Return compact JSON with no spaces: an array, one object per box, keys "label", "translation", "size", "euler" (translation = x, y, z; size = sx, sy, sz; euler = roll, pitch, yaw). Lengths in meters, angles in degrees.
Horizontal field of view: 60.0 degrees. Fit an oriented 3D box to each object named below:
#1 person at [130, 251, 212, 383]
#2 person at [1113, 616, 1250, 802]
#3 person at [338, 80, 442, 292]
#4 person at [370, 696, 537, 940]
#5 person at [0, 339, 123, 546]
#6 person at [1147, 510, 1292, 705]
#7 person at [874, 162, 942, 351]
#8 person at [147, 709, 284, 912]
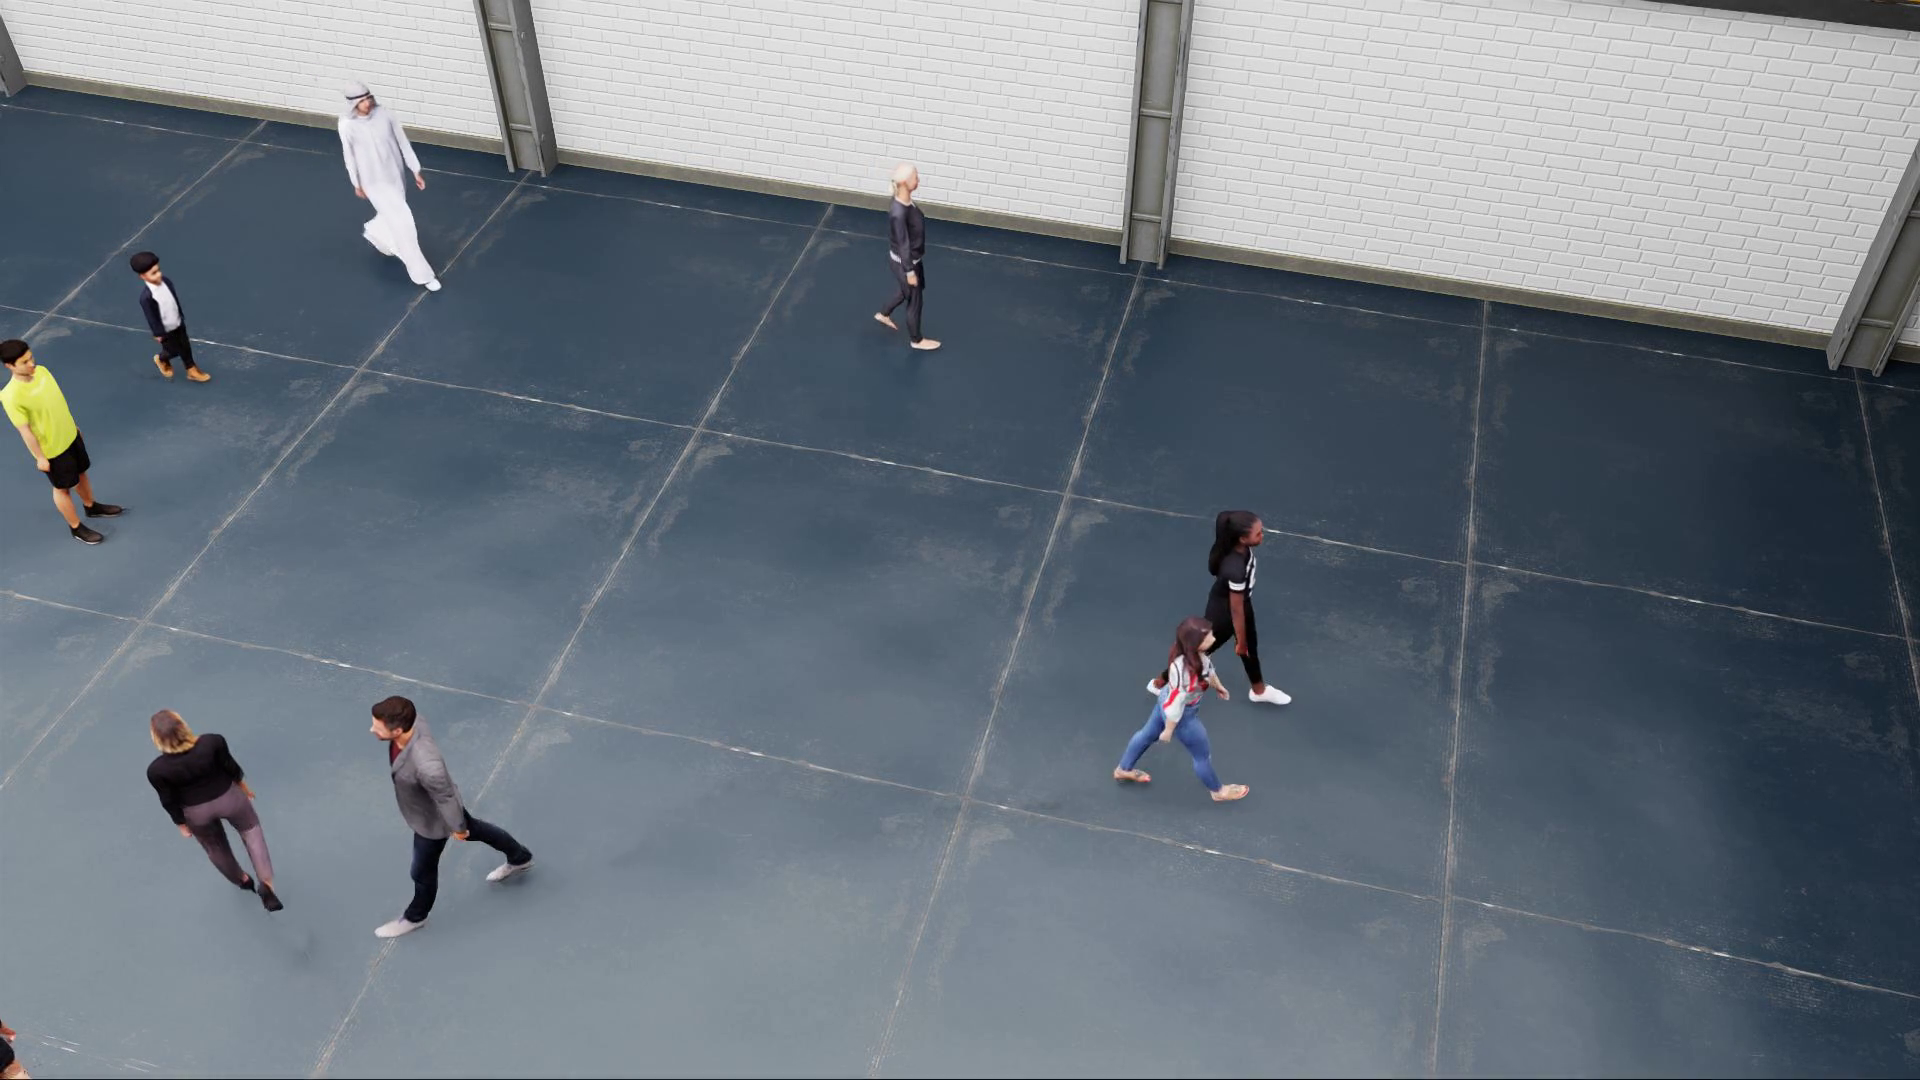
[{"label":"person","translation":[-6.398,-1.771,13.304],"size":[0.679,1.214,0.541],"euler":[15,46,15]},{"label":"person","translation":[1.248,1.023,10.119],"size":[1.114,1.562,0.725],"euler":[3,44,3]},{"label":"person","translation":[-4.972,-3.091,14.199],"size":[1.357,1.891,1.043],"euler":[29,50,27]},{"label":"person","translation":[-2.895,1.491,9.436],"size":[1.305,1.827,1.195],"euler":[-19,47,-19]},{"label":"person","translation":[-6.472,-0.729,11.853],"size":[0.557,1.708,0.653],"euler":[5,44,5]},{"label":"person","translation":[1.615,0.481,10.601],"size":[1.201,1.683,0.706],"euler":[7,44,7]},{"label":"person","translation":[-0.482,-2.307,13.499],"size":[0.854,1.721,0.719],"euler":[2,44,2]},{"label":"person","translation":[-4.207,1.584,9.459],"size":[0.841,1.659,0.920],"euler":[-27,50,-26]}]
